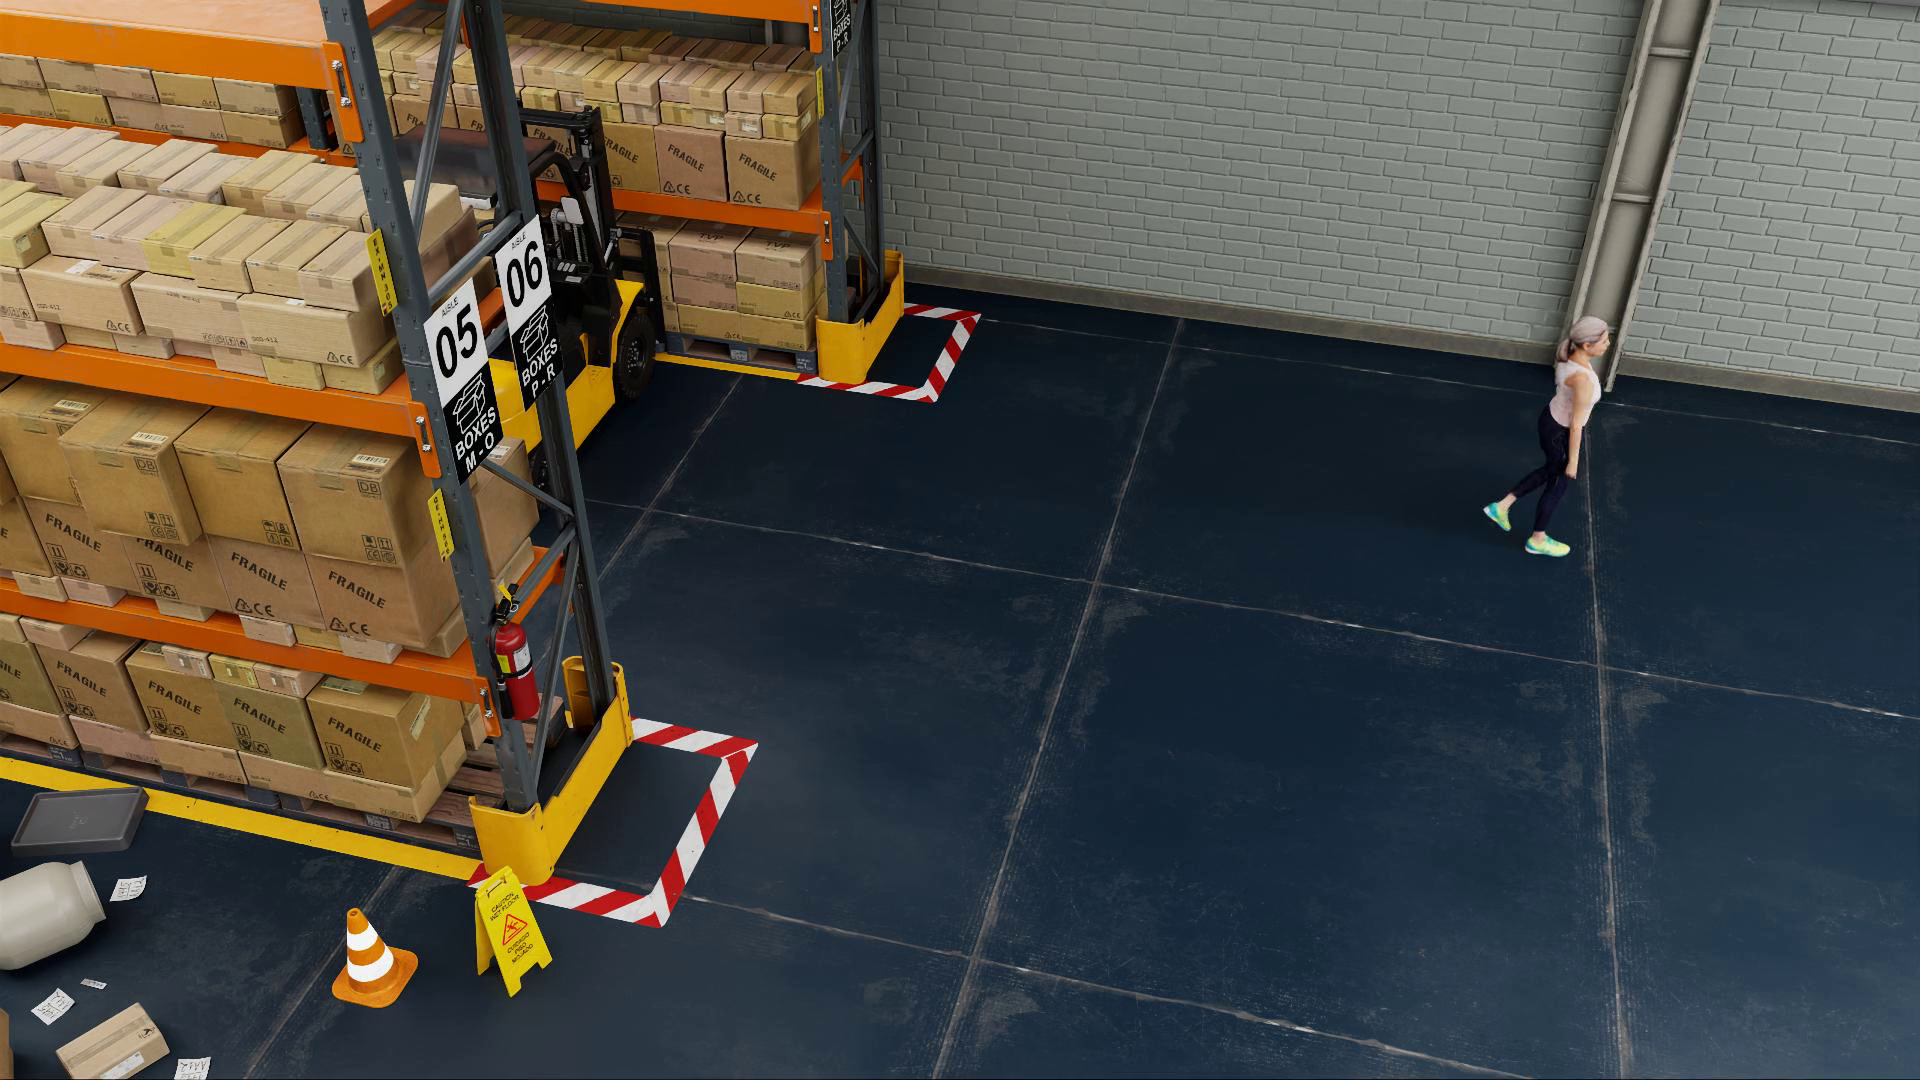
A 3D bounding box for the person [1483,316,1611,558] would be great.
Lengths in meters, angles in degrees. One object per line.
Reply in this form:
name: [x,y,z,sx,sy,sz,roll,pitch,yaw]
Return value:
person: [3.562,-0.628,10.108,0.823,1.696,0.680,4,37,6]
